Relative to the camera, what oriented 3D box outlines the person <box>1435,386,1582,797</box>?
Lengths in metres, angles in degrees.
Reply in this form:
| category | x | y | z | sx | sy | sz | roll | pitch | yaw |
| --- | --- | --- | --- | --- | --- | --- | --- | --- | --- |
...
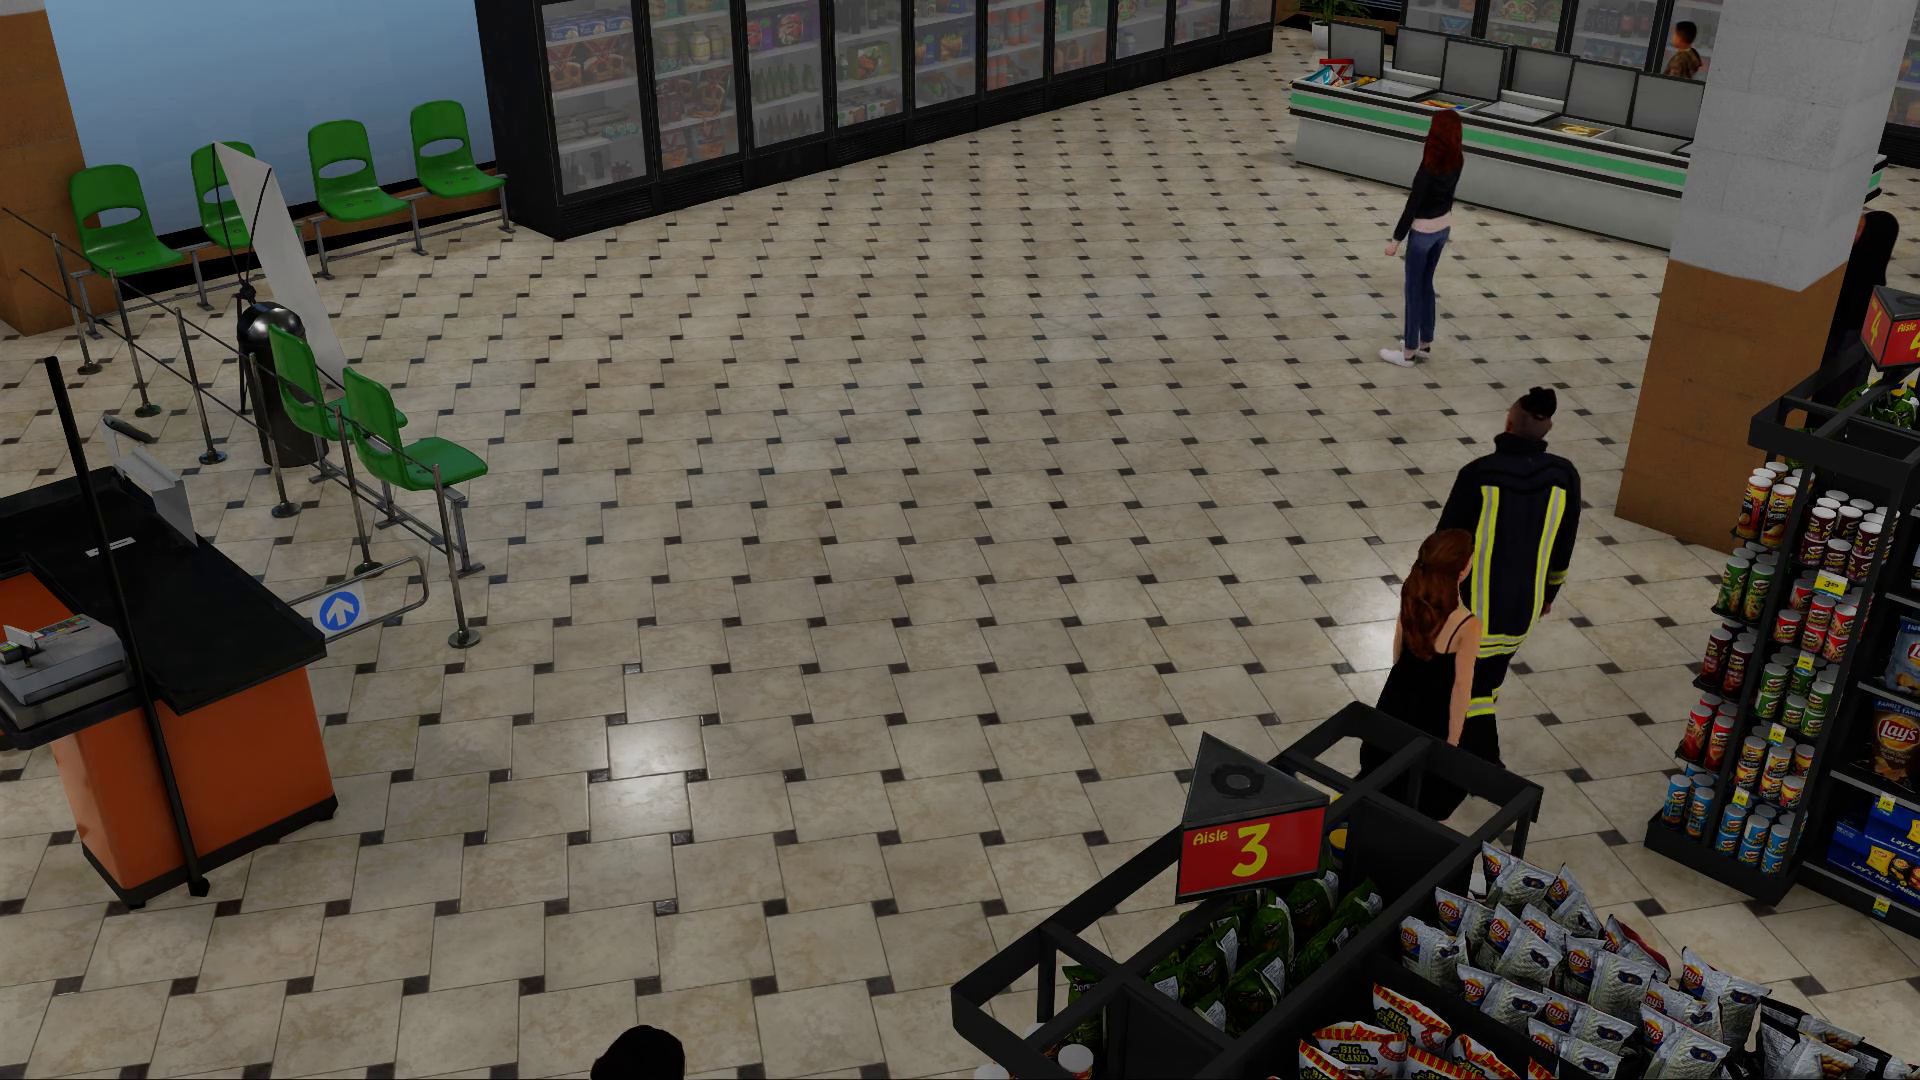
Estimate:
| category | x | y | z | sx | sy | sz | roll | pitch | yaw |
| --- | --- | --- | --- | --- | --- | --- | --- | --- | --- |
| person | 2.301 | 0.234 | 7.102 | 1.082 | 1.831 | 1.193 | -4 | 29 | -8 |

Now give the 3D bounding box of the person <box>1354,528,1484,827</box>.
| category | x | y | z | sx | sy | sz | roll | pitch | yaw |
| --- | --- | --- | --- | --- | --- | --- | --- | --- | --- |
| person | 1.730 | 0.705 | 6.482 | 0.721 | 1.599 | 0.982 | -19 | 34 | -31 |

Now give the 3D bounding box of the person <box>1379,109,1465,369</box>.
| category | x | y | z | sx | sy | sz | roll | pitch | yaw |
| --- | --- | --- | --- | --- | --- | --- | --- | --- | --- |
| person | 3.188 | -2.024 | 11.284 | 0.595 | 1.787 | 0.596 | -22 | 36 | -35 |

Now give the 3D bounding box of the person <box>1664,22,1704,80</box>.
| category | x | y | z | sx | sy | sz | roll | pitch | yaw |
| --- | --- | --- | --- | --- | --- | --- | --- | --- | --- |
| person | 6.558 | -4.016 | 15.281 | 0.573 | 1.453 | 0.579 | 23 | 36 | 36 |

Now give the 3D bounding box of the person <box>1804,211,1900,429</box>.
| category | x | y | z | sx | sy | sz | roll | pitch | yaw |
| --- | --- | --- | --- | --- | --- | --- | --- | --- | --- |
| person | 5.278 | -1.183 | 9.925 | 0.711 | 1.614 | 0.696 | 11 | 31 | 20 |
